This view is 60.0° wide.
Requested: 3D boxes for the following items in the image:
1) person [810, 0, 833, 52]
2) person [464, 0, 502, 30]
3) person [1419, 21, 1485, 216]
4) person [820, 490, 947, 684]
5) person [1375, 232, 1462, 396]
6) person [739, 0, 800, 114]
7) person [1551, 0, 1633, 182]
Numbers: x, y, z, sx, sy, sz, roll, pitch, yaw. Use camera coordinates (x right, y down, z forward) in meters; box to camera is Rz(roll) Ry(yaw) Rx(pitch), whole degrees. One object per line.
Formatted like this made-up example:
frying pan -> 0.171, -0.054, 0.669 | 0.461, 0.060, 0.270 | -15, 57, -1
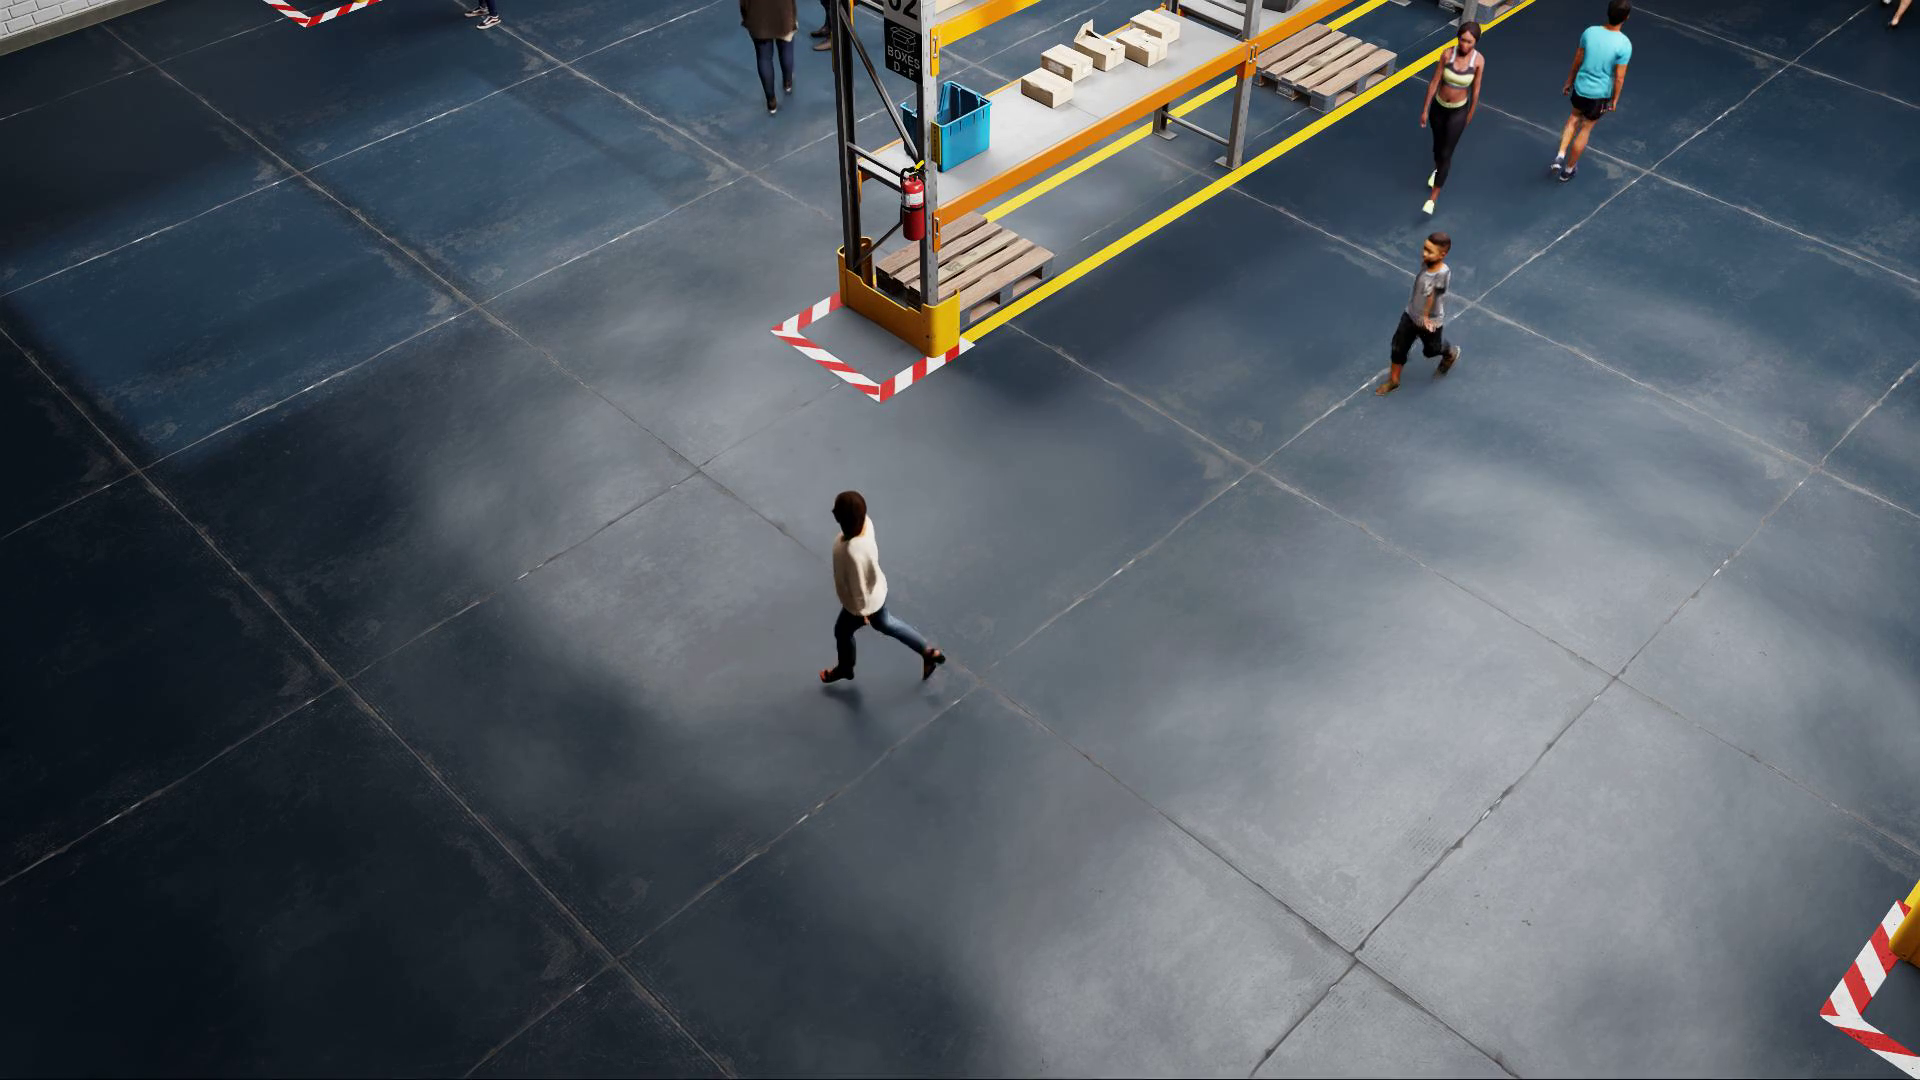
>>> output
person -> -1.396, -5.906, 16.863 | 0.772, 1.868, 0.725 | -2, 44, -2
person -> -5.105, -6.217, 17.302 | 0.681, 1.713, 0.701 | -22, 48, -21
person -> 4.362, -3.829, 14.804 | 0.795, 1.701, 1.204 | 21, 47, 20
person -> -0.516, 0.345, 10.462 | 1.092, 1.647, 1.084 | 4, 44, 5
person -> 3.661, -1.799, 12.868 | 1.049, 1.431, 0.697 | -23, 48, -22
person -> -1.823, -4.987, 15.895 | 1.071, 1.873, 1.101 | -4, 44, -4
person -> 5.630, -3.996, 14.932 | 0.649, 1.766, 0.629 | 33, 52, 29
